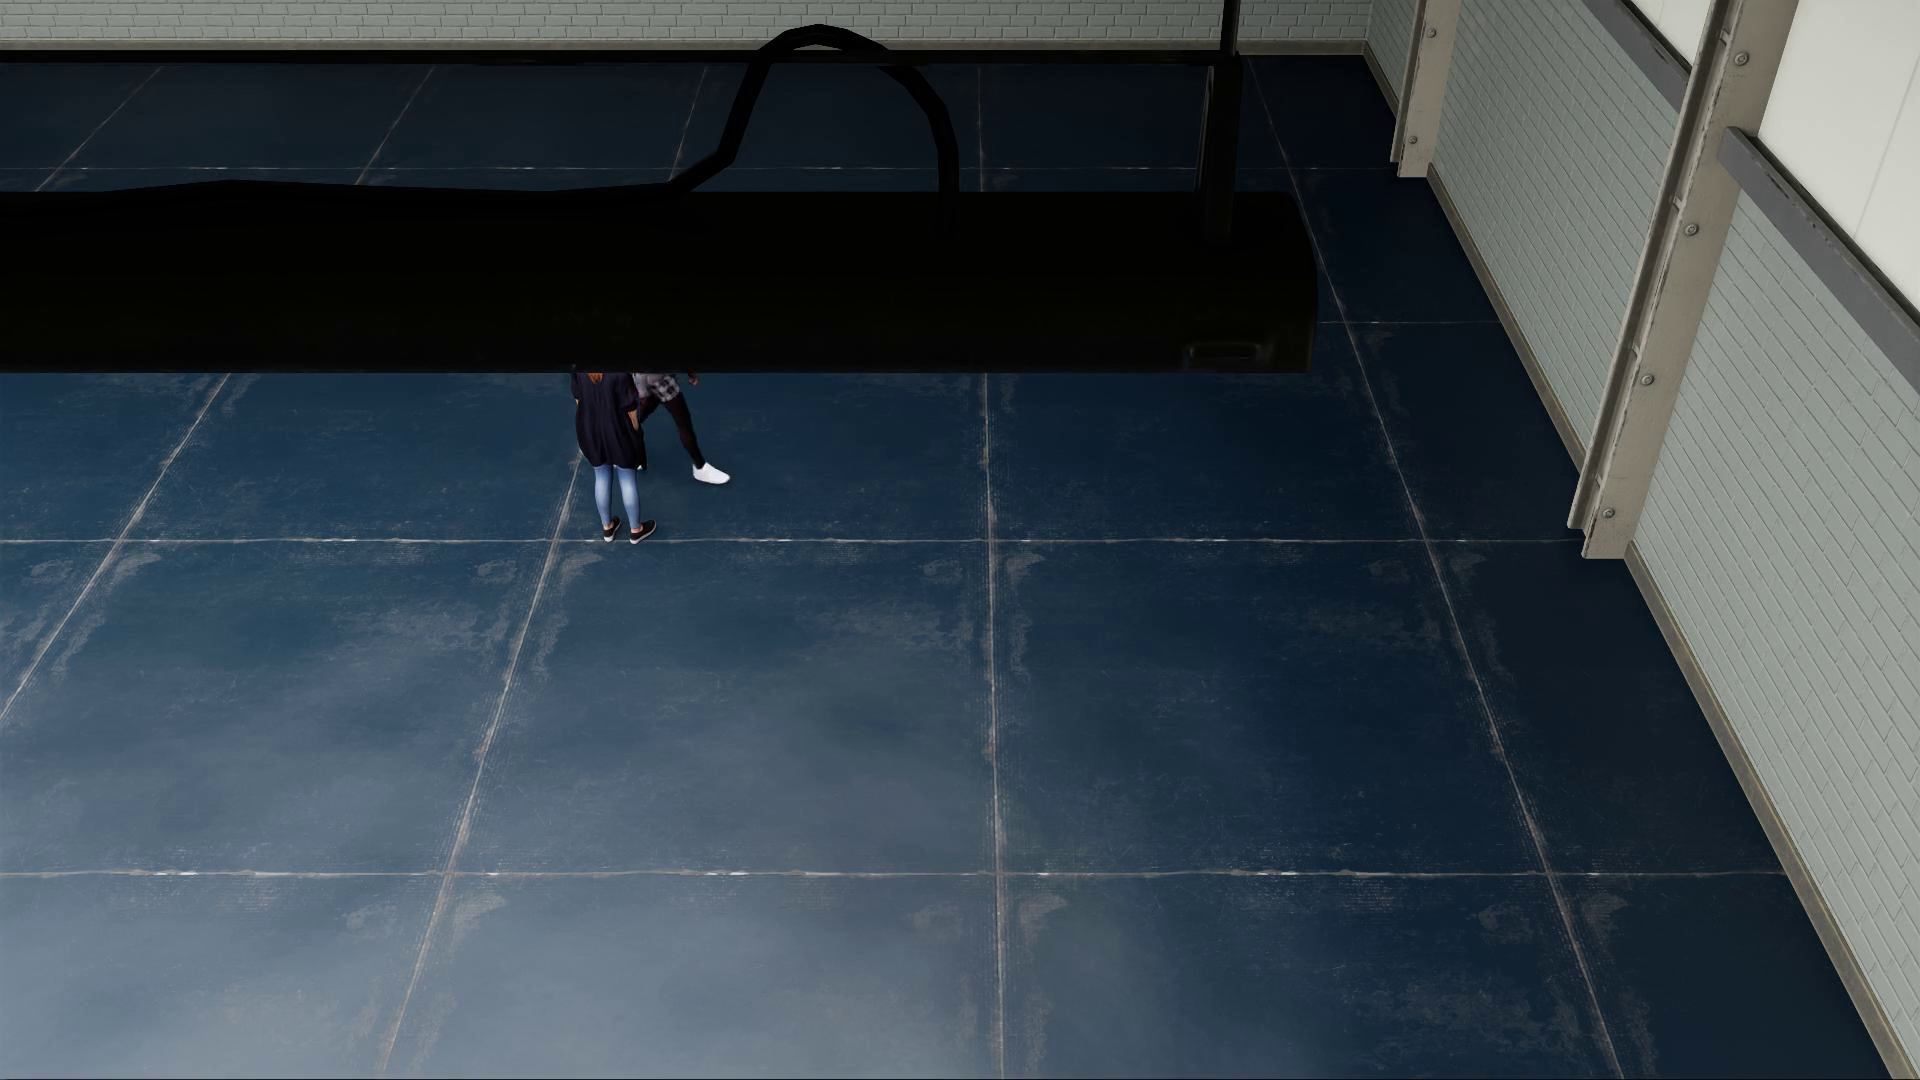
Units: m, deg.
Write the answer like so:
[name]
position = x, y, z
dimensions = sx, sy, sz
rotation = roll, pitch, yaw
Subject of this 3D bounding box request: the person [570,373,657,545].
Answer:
[person]
position = -2.322, -0.714, 10.994
dimensions = 0.688, 1.683, 0.649
rotation = 9, 38, 12
